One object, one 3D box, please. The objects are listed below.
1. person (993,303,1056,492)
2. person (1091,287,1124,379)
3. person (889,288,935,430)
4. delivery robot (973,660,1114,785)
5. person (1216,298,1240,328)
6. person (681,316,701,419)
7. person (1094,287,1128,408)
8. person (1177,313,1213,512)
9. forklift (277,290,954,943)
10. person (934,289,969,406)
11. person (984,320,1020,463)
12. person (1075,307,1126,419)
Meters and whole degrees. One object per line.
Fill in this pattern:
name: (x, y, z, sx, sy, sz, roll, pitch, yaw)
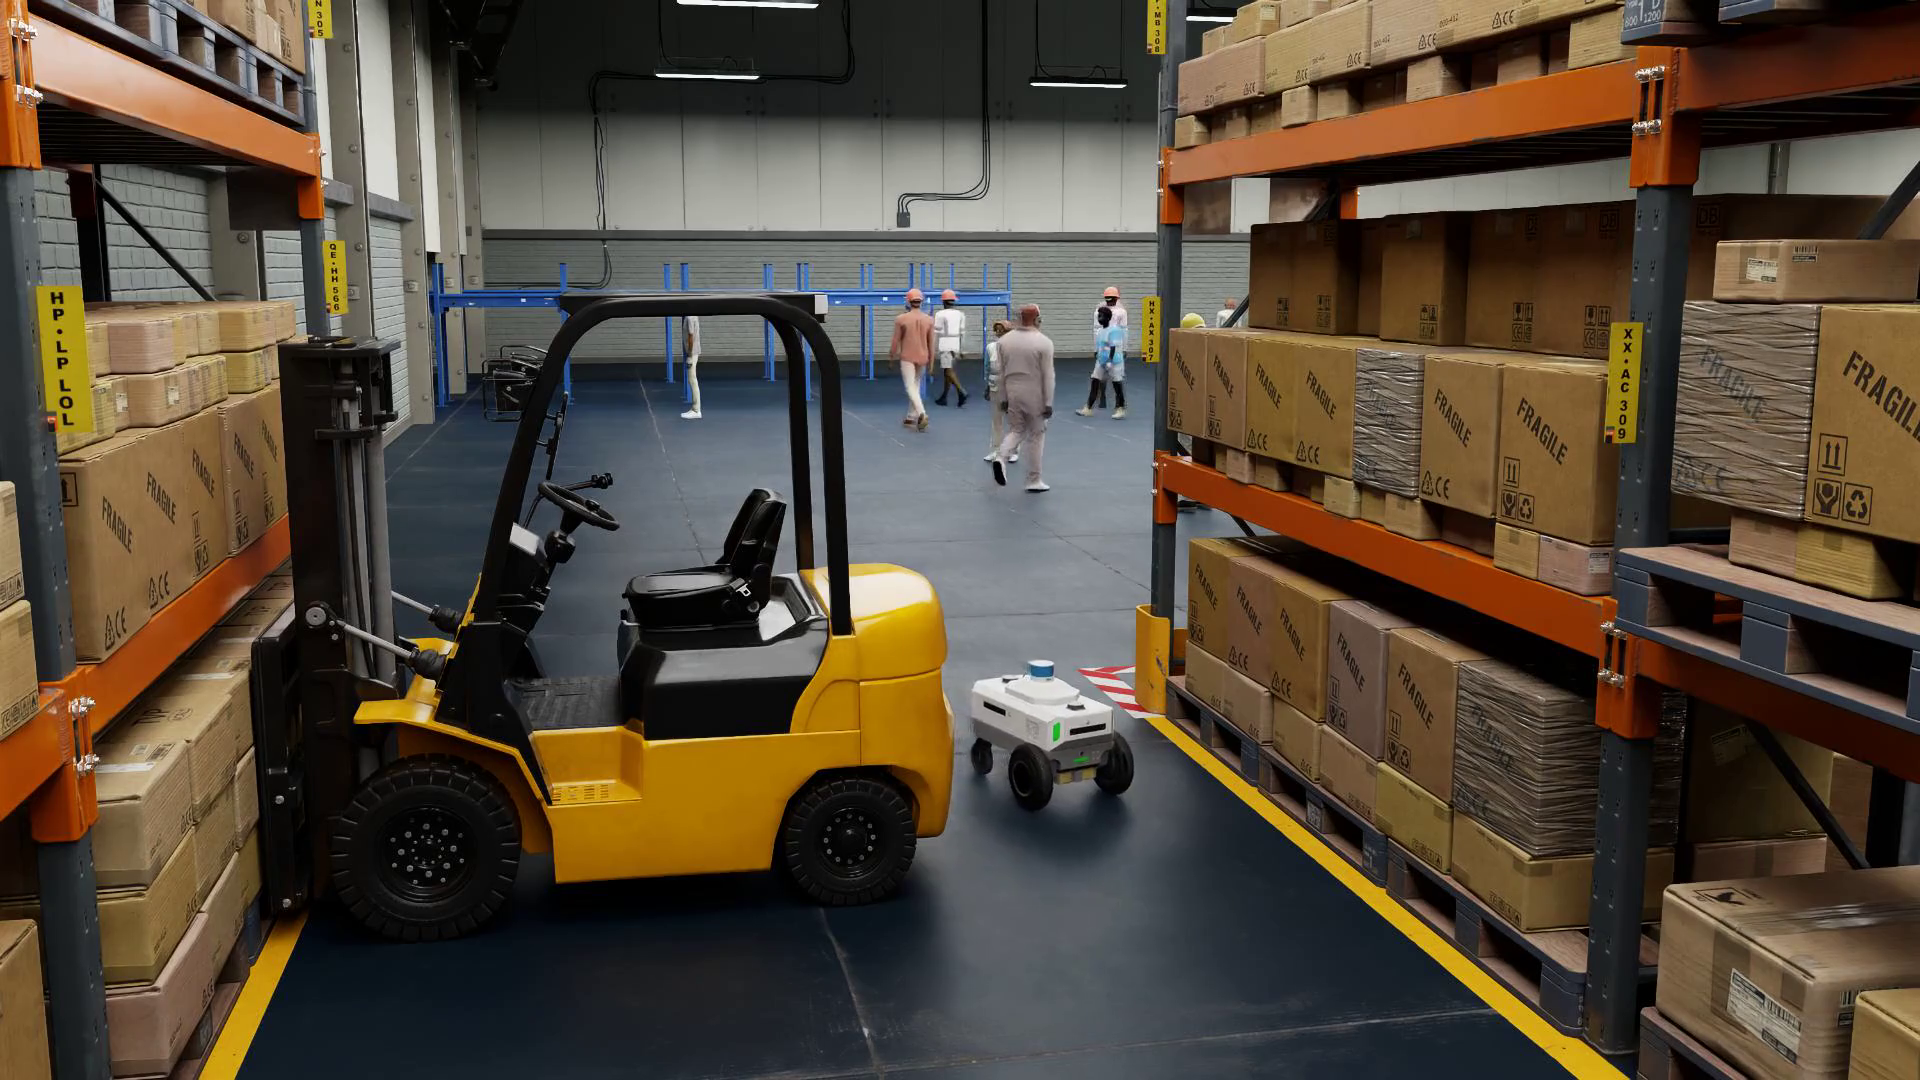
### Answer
person: (0.635, -1.416, 16.636, 0.650, 1.896, 0.572, 7, 12, 37)
person: (2.995, -4.130, 33.300, 0.666, 1.864, 1.001, -4, 10, -25)
person: (-0.620, -2.519, 23.157, 0.607, 1.966, 0.951, -5, 11, -28)
delivery robot: (0.354, 0.766, 7.226, 0.477, 0.478, 0.707, -5, 10, -30)
person: (5.587, -4.230, 34.607, 0.527, 1.620, 0.605, -2, 9, -10)
person: (-4.047, -2.755, 24.918, 0.319, 1.858, 0.512, -2, 9, -11)
person: (2.423, -3.096, 26.752, 0.542, 1.931, 0.376, 2, 9, 11)
person: (2.168, -1.180, 15.402, 0.586, 1.823, 0.403, -8, 12, -41)
forklift: (-1.179, 0.175, 6.143, 2.313, 2.155, 1.214, -2, 10, -12)
person: (-0.132, -3.123, 27.020, 0.544, 1.908, 0.919, -7, 12, -38)
person: (0.513, -1.724, 19.271, 0.517, 1.639, 0.314, 6, 11, 30)
person: (2.114, -2.610, 24.626, 0.843, 1.657, 0.553, -6, 11, -32)
